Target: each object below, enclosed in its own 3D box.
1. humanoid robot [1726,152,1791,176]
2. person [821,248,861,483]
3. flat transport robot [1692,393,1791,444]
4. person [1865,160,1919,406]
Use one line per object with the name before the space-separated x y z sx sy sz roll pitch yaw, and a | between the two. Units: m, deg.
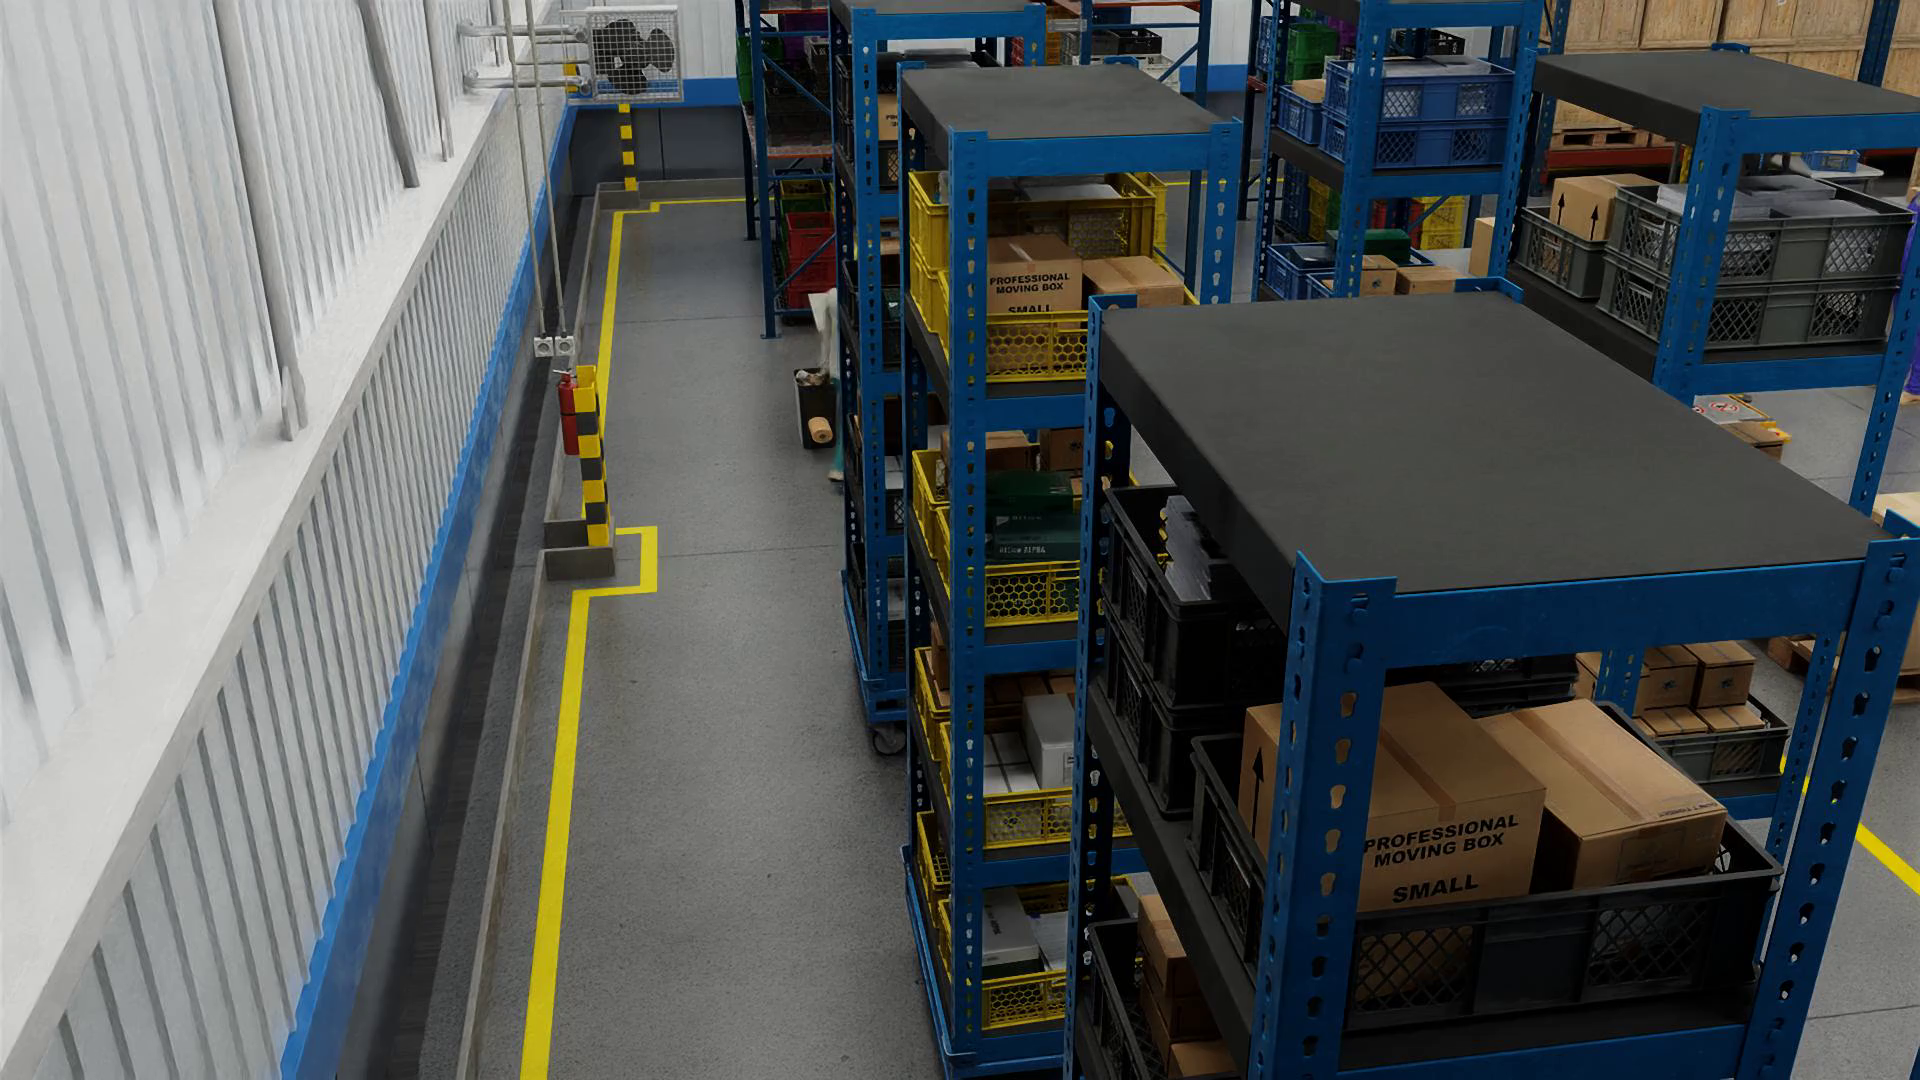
humanoid robot | 7.341 -3.143 15.434 0.601 1.658 0.341 7 26 16
person | -0.664 -1.071 10.873 0.354 1.728 0.598 -15 29 -29
flat transport robot | 5.224 -0.859 12.132 1.431 0.197 0.652 -4 25 -8
person | 7.295 -2.059 12.656 0.537 2.000 0.683 3 25 6
